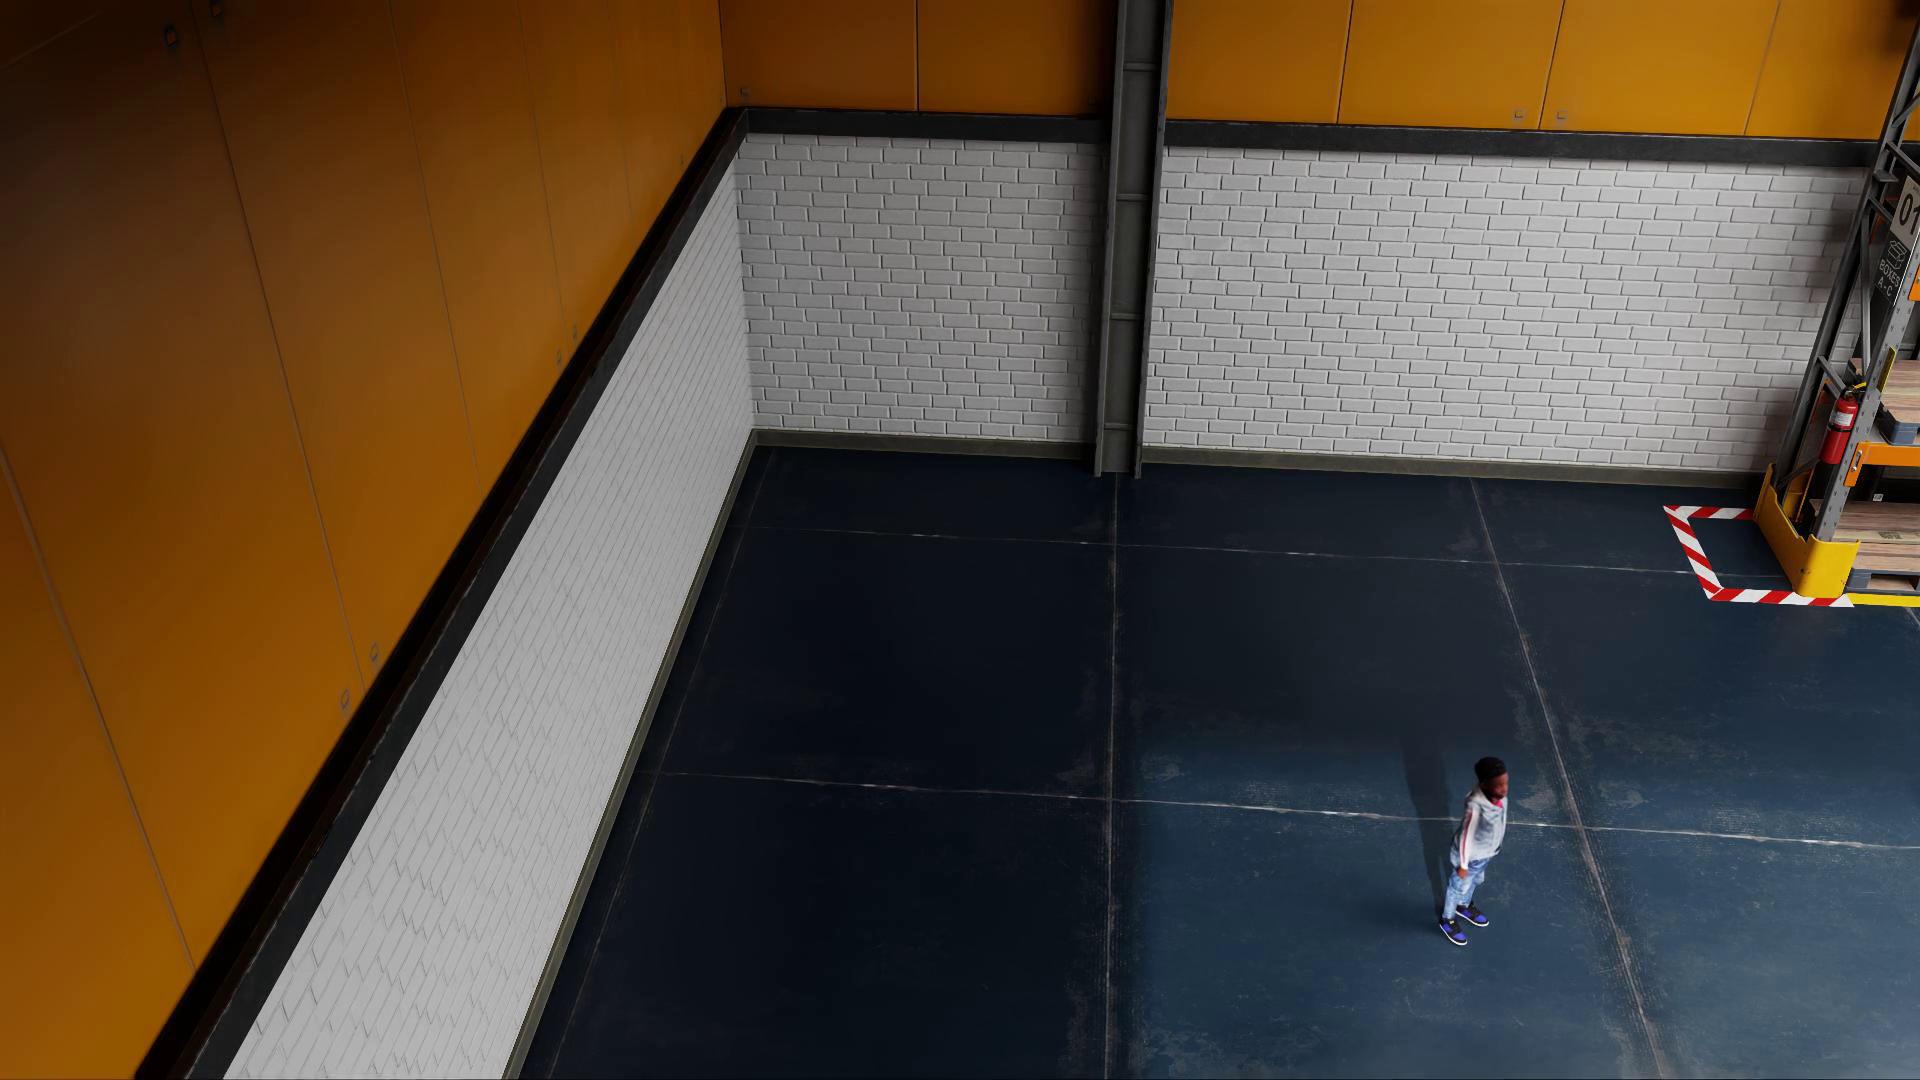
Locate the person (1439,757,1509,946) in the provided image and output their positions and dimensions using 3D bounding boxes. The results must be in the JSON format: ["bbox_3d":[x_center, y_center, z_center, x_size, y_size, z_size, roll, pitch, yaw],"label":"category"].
[{"bbox_3d":[2.976,1.753,9.592,0.569,1.261,0.628,-25,41,-33],"label":"person"}]
